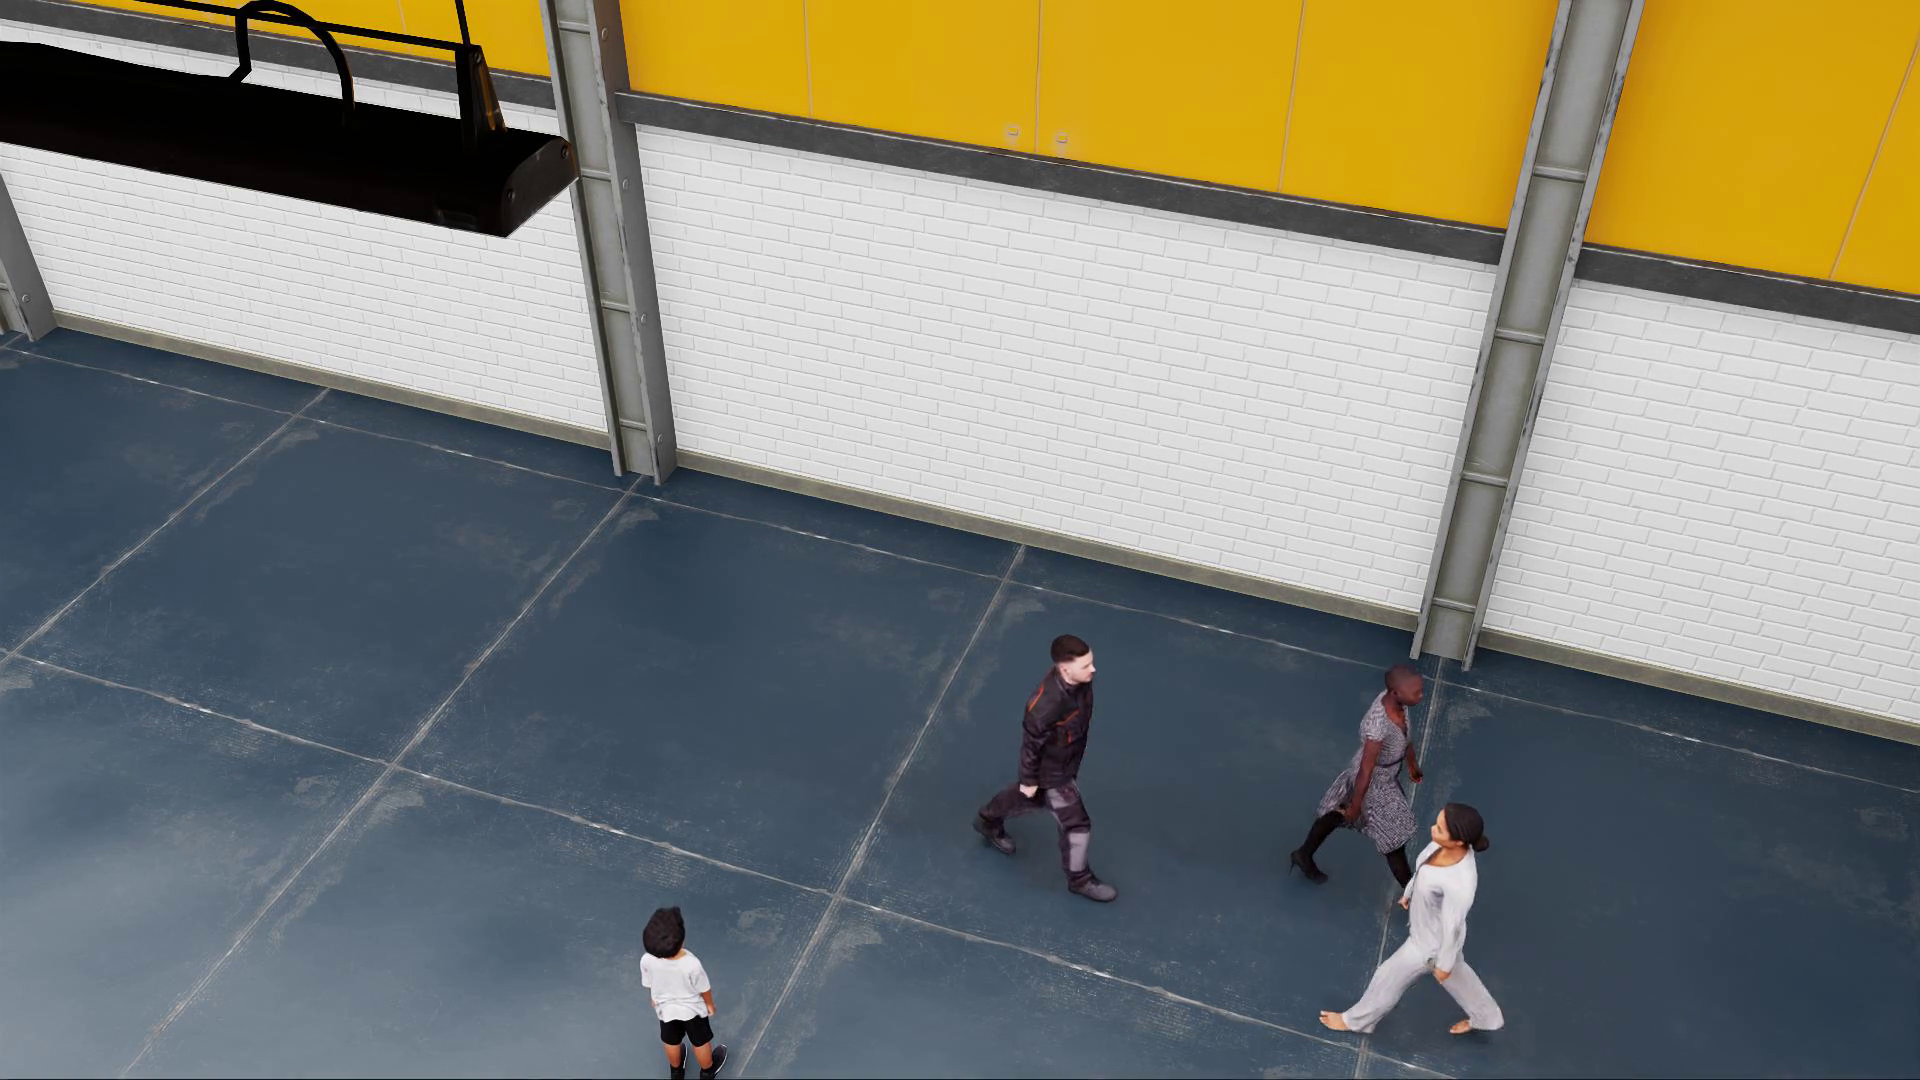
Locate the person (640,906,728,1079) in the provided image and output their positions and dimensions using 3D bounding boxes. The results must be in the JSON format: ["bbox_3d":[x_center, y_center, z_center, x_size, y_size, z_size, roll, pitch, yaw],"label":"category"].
[{"bbox_3d":[-1.384,2.268,8.220,0.495,1.262,0.591,4,39,6],"label":"person"}]

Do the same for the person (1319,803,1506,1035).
[{"bbox_3d":[2.452,1.949,8.269,1.207,1.698,0.776,7,39,9],"label":"person"}]

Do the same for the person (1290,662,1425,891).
[{"bbox_3d":[2.145,1.314,9.028,1.178,1.743,0.711,16,41,19],"label":"person"}]

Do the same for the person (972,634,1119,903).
[{"bbox_3d":[0.434,1.183,9.136,1.215,1.814,0.811,19,42,22],"label":"person"}]
